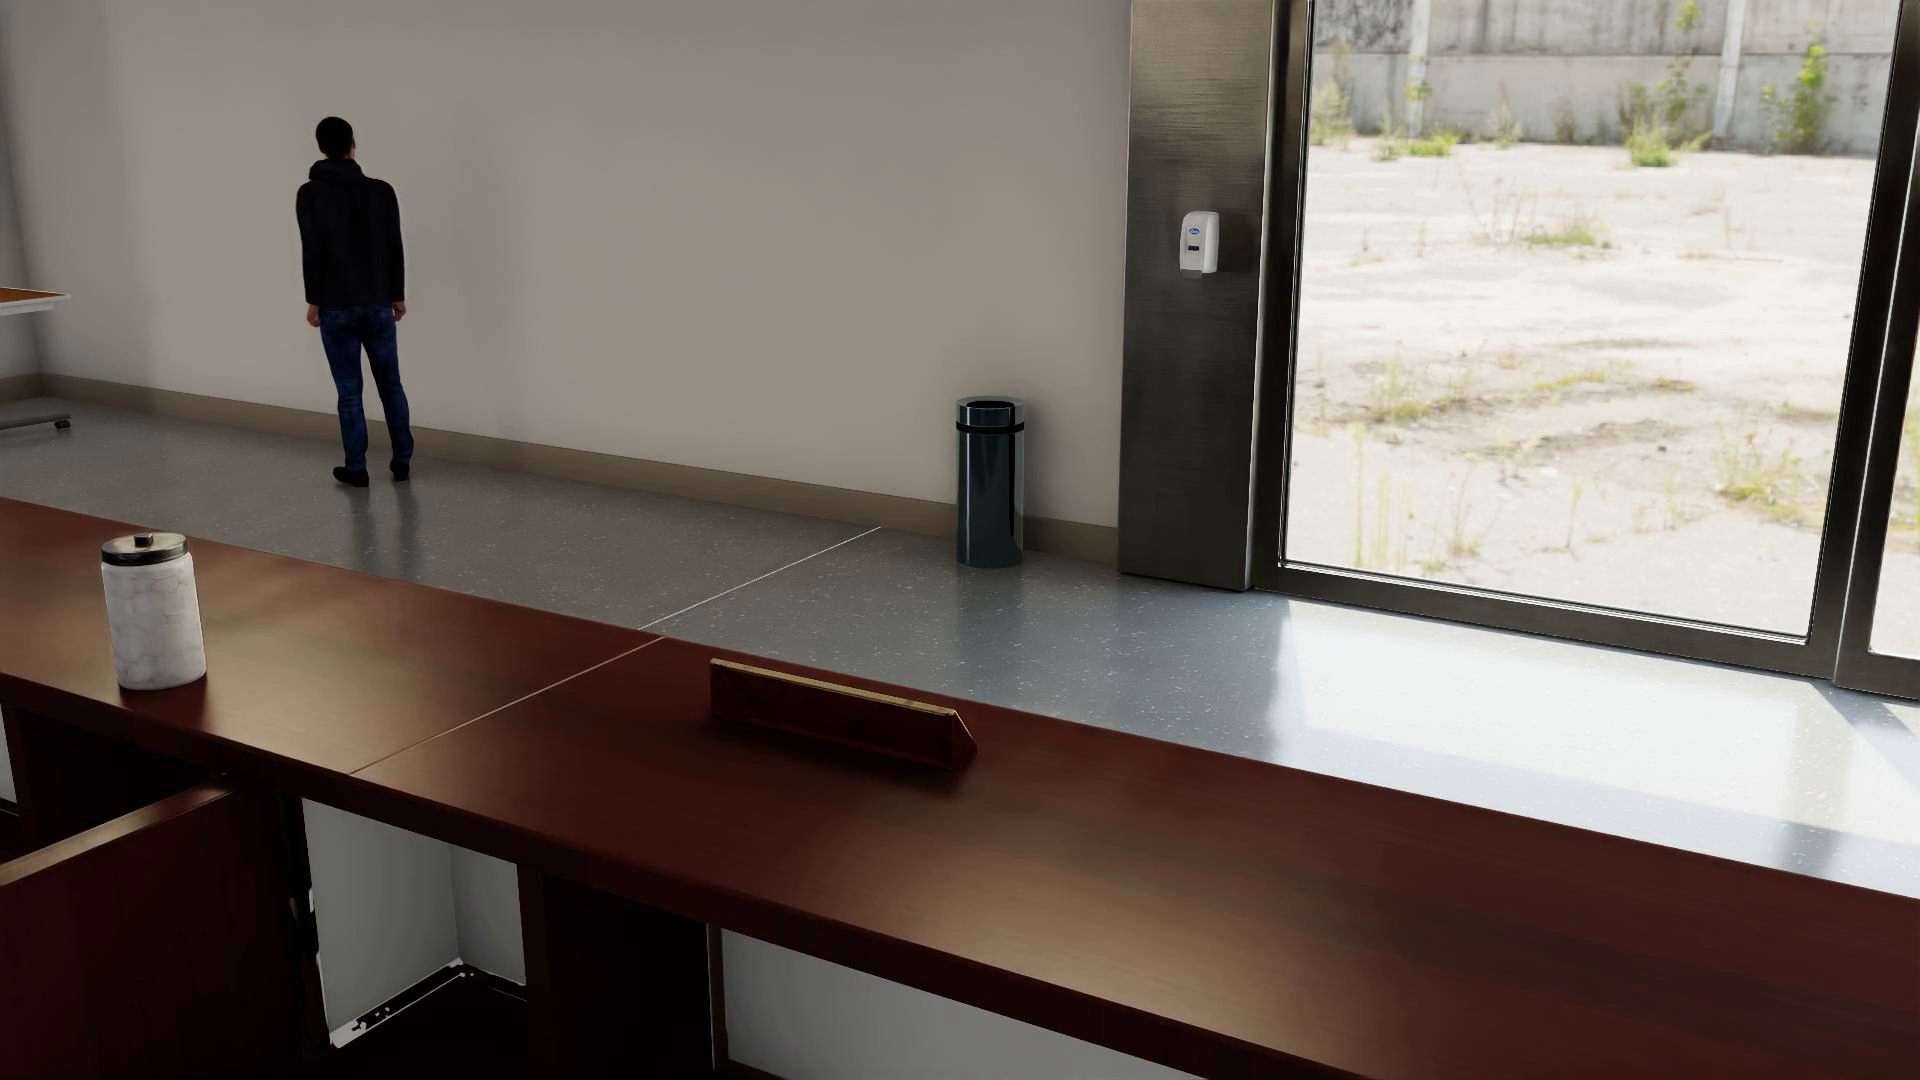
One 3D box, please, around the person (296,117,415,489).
[{"bbox_3d":[-3.132,-1.228,8.622,0.653,1.890,0.811,-12,20,-37],"label":"person"}]
